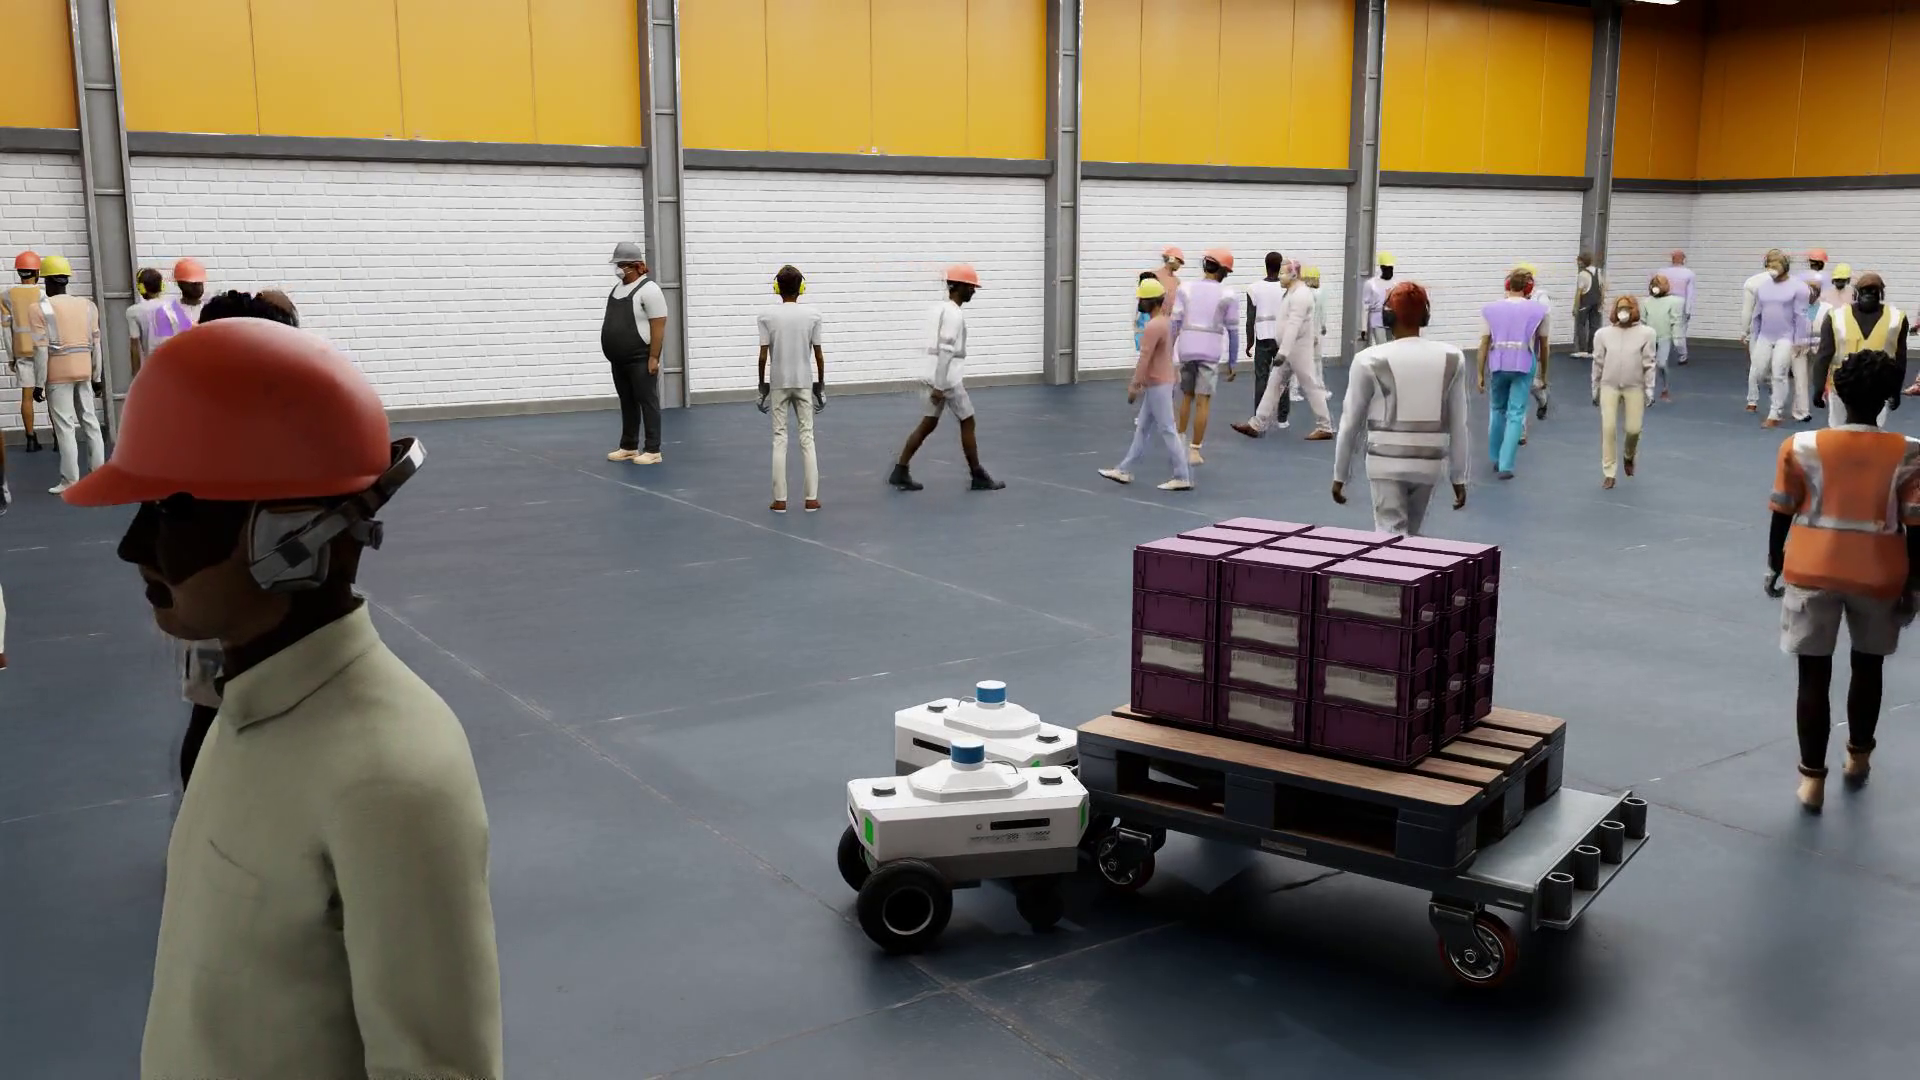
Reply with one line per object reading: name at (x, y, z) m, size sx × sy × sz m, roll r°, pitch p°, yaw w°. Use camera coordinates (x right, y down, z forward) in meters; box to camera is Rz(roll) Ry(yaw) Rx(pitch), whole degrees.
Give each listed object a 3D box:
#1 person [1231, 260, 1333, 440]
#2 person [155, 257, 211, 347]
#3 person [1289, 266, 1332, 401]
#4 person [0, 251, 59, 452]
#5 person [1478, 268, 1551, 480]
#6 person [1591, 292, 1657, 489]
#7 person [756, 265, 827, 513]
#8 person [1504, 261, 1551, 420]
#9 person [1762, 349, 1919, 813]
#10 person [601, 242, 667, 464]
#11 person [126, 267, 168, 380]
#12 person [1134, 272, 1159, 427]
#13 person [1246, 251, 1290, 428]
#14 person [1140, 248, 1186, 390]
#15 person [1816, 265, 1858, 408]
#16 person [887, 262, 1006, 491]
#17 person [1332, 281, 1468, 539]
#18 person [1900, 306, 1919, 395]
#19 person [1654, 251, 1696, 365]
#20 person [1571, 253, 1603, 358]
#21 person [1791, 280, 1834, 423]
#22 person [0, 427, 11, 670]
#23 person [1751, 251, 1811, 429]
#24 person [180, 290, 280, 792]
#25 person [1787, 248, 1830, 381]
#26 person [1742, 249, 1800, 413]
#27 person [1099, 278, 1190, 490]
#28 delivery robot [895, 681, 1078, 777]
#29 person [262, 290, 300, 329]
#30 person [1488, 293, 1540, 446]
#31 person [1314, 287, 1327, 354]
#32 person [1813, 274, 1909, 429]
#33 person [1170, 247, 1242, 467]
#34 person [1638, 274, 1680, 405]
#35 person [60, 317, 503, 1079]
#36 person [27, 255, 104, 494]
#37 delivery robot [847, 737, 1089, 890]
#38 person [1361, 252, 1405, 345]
person at (3.361, -1.933, 17.022) m, size 1.041 × 1.839 × 0.640 m, roll -1°, pitch 10°, yaw -3°
person at (-5.917, -1.225, 12.919) m, size 0.544 × 1.919 × 0.409 m, roll -9°, pitch 14°, yaw -42°
person at (4.462, -2.614, 21.109) m, size 0.716 × 1.700 × 0.516 m, roll -8°, pitch 13°, yaw -37°
person at (-8.939, -1.815, 16.100) m, size 0.542 × 1.939 × 0.366 m, roll -2°, pitch 10°, yaw -9°
person at (4.836, -1.456, 14.502) m, size 0.566 × 1.804 × 0.896 m, roll 5°, pitch 12°, yaw 27°
person at (5.509, -1.245, 13.833) m, size 0.510 × 1.623 × 0.461 m, roll 5°, pitch 11°, yaw 24°
person at (-1.278, -1.136, 12.580) m, size 0.536 × 1.866 × 0.314 m, roll -2°, pitch 10°, yaw -9°
person at (6.231, -2.159, 18.333) m, size 0.639 × 1.812 × 0.605 m, roll -7°, pitch 12°, yaw -34°
person at (3.265, 0.133, 6.167) m, size 0.538 × 1.670 × 0.739 m, roll 4°, pitch 11°, yaw 22°
person at (-3.025, -1.713, 15.263) m, size 0.684 × 2.000 × 0.535 m, roll 10°, pitch 14°, yaw 43°
person at (-6.866, -1.441, 14.402) m, size 0.867 × 1.828 × 0.536 m, roll 9°, pitch 14°, yaw 42°
person at (2.069, -2.095, 18.297) m, size 0.321 × 1.697 × 0.529 m, roll 2°, pitch 10°, yaw 9°
person at (3.397, -2.169, 18.091) m, size 0.593 × 1.922 × 0.392 m, roll 0°, pitch 10°, yaw 3°
person at (2.719, -2.958, 22.391) m, size 0.703 × 1.932 × 0.420 m, roll -9°, pitch 14°, yaw -42°
person at (10.636, -2.455, 20.182) m, size 0.547 × 1.717 × 0.877 m, roll 6°, pitch 12°, yaw 28°
person at (-0.143, -1.320, 13.576) m, size 0.977 × 1.882 × 0.557 m, roll -3°, pitch 11°, yaw -14°
person at (2.136, -0.345, 8.264) m, size 0.614 × 1.852 × 0.859 m, roll -2°, pitch 10°, yaw -10°
person at (12.917, -2.822, 21.876) m, size 1.022 × 1.860 × 0.646 m, roll 0°, pitch 10°, yaw -2°
person at (11.519, -3.733, 26.874) m, size 0.661 × 1.852 × 1.015 m, roll 8°, pitch 13°, yaw 36°
person at (10.771, -4.006, 28.508) m, size 0.644 × 1.805 × 0.345 m, roll -4°, pitch 11°, yaw -22°
person at (9.492, -2.102, 18.615) m, size 0.505 × 1.583 × 0.870 m, roll 2°, pitch 11°, yaw 12°
person at (-4.789, -0.269, 7.868) m, size 0.515 × 1.861 × 0.331 m, roll -10°, pitch 14°, yaw -43°
person at (8.923, -2.170, 18.101) m, size 0.514 × 1.921 × 0.632 m, roll -7°, pitch 13°, yaw -35°
person at (-2.164, 0.183, 5.228) m, size 1.024 × 1.902 × 0.637 m, roll 5°, pitch 11°, yaw 25°
person at (12.235, -3.238, 23.954) m, size 0.477 × 1.918 × 0.551 m, roll -3°, pitch 11°, yaw -16°
person at (9.551, -2.454, 19.621) m, size 0.628 × 1.935 × 0.373 m, roll 5°, pitch 11°, yaw 24°
person at (1.523, -1.272, 13.677) m, size 0.862 × 1.723 × 0.544 m, roll 3°, pitch 11°, yaw 17°
delivery robot at (0.105, 0.726, 5.708) m, size 0.707 × 0.478 × 0.477 m, roll 10°, pitch 14°, yaw 43°
person at (-3.447, -0.357, 8.486) m, size 0.660 × 1.794 × 0.939 m, roll -4°, pitch 11°, yaw -20°
person at (5.400, -1.674, 16.277) m, size 0.509 × 1.596 × 0.838 m, roll 6°, pitch 12°, yaw 28°
person at (4.957, -3.034, 23.626) m, size 0.415 × 1.623 × 0.533 m, roll -10°, pitch 14°, yaw -43°
person at (7.175, -1.226, 13.292) m, size 0.650 × 1.796 × 0.970 m, roll 5°, pitch 12°, yaw 26°
person at (2.222, -1.671, 15.182) m, size 0.646 × 1.985 × 0.655 m, roll 4°, pitch 11°, yaw 21°
person at (8.593, -2.460, 20.513) m, size 0.367 × 1.618 × 0.528 m, roll -10°, pitch 14°, yaw -43°
person at (-0.696, 0.760, 1.831) m, size 0.377 × 1.996 × 0.608 m, roll -7°, pitch 13°, yaw -34°
person at (-7.245, -1.330, 13.475) m, size 0.380 × 1.924 × 0.593 m, roll 5°, pitch 12°, yaw 26°
delivery robot at (0.026, 0.845, 5.059) m, size 0.707 × 0.478 × 0.477 m, roll -2°, pitch 11°, yaw -12°
person at (5.637, -2.880, 22.109) m, size 0.598 × 1.886 × 0.964 m, roll -2°, pitch 11°, yaw -11°
